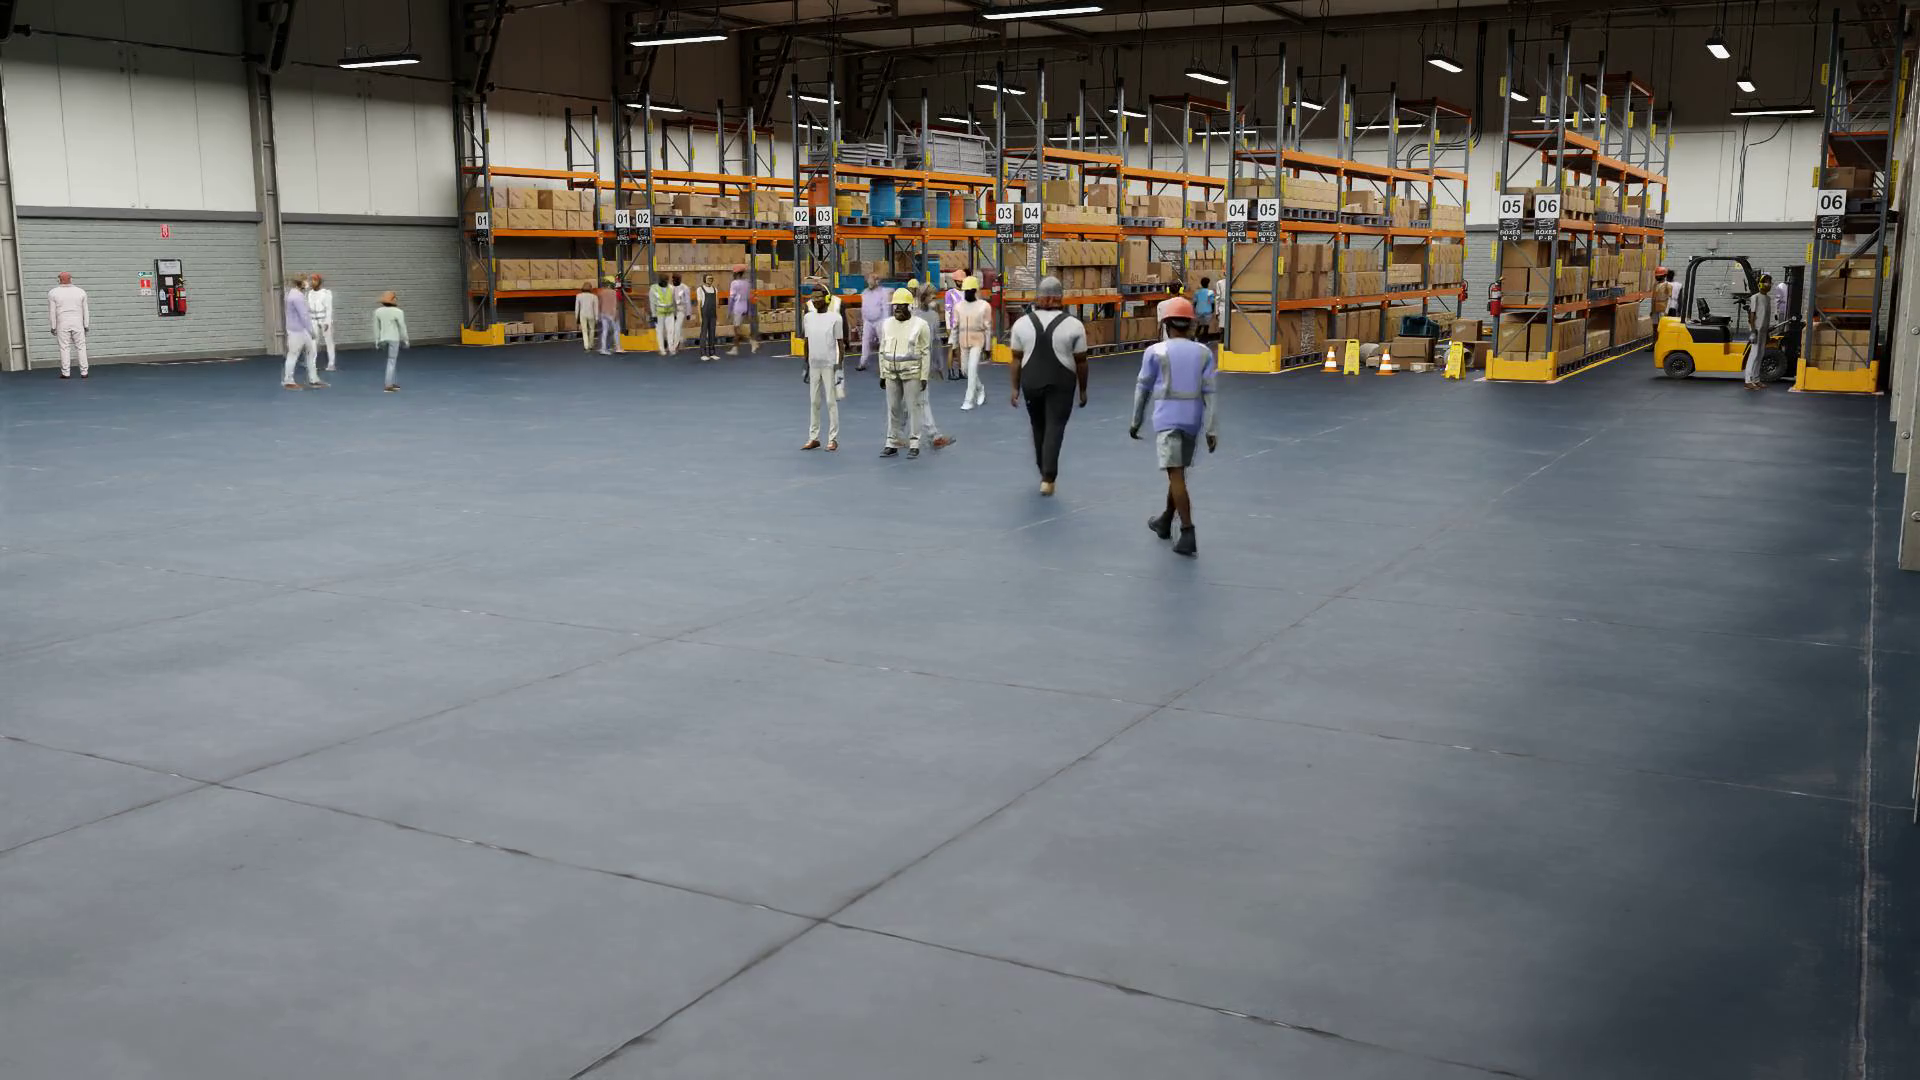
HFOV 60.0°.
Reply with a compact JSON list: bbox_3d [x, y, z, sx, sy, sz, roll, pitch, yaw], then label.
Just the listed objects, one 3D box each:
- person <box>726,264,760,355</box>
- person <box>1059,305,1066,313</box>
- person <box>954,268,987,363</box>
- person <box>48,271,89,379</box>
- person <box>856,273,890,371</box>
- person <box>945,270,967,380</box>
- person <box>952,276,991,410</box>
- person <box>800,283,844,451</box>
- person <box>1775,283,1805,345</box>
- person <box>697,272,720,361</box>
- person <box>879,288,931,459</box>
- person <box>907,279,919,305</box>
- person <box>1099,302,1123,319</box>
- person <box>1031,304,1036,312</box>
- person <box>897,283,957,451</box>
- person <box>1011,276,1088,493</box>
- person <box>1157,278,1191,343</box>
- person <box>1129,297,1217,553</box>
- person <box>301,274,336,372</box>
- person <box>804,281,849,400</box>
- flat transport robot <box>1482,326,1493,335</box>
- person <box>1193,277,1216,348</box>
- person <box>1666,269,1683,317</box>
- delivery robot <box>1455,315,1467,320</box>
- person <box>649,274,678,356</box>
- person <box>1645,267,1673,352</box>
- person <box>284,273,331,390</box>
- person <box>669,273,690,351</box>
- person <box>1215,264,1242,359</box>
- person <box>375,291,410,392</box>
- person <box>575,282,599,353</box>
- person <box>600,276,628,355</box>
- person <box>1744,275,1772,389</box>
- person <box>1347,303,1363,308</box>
[{"bbox_3d":[-4.761,-5.019,36.313,0.830,2.019,0.622,4,11,23],"label":"person"},{"bbox_3d":[2.371,-5.551,40.532,0.508,1.632,0.272,8,12,39],"label":"person"},{"bbox_3d":[0.208,-4.549,33.768,0.698,1.945,0.601,7,12,37],"label":"person"},{"bbox_3d":[-15.875,-3.830,29.643,0.641,1.913,0.408,-8,12,-39],"label":"person"},{"bbox_3d":[-1.619,-4.168,31.832,0.651,1.851,1.018,4,11,25],"label":"person"},{"bbox_3d":[0.001,-3.782,29.283,0.552,1.935,0.367,-7,12,-36],"label":"person"},{"bbox_3d":[0.190,-2.825,23.802,0.596,1.902,0.809,5,11,28],"label":"person"},{"bbox_3d":[-1.538,-1.926,18.616,0.520,1.873,0.335,5,11,25],"label":"person"},{"bbox_3d":[18.400,-5.074,36.924,0.582,1.919,0.404,4,11,25],"label":"person"},{"bbox_3d":[-5.252,-4.669,34.751,0.345,1.846,0.507,9,13,42],"label":"person"},{"bbox_3d":[-0.617,-1.792,17.935,0.587,1.835,0.404,4,11,24],"label":"person"},{"bbox_3d":[-0.856,-3.852,30.198,0.525,1.769,0.308,-5,11,-28],"label":"person"},{"bbox_3d":[4.115,-6.486,45.074,0.625,1.950,0.986,4,10,22],"label":"person"},{"bbox_3d":[1.913,-5.186,37.546,0.629,1.932,0.373,0,10,-2],"label":"person"},{"bbox_3d":[-0.429,-1.936,18.659,1.003,1.871,0.683,7,12,34],"label":"person"},{"bbox_3d":[0.855,-1.477,15.486,0.698,2.000,1.045,3,10,16],"label":"person"},{"bbox_3d":[3.010,-2.731,23.351,0.515,1.865,0.329,4,10,22],"label":"person"},{"bbox_3d":[1.616,-0.864,12.425,0.550,1.873,1.056,-3,10,-20],"label":"person"},{"bbox_3d":[-12.085,-4.072,31.306,0.585,1.824,0.996,1,10,8],"label":"person"},{"bbox_3d":[-2.015,-2.991,25.032,0.647,1.807,0.700,0,10,3],"label":"person"},{"bbox_3d":[14.515,-5.777,45.837,0.652,0.197,1.431,4,10,22],"label":"flat transport robot"},{"bbox_3d":[5.765,-5.352,39.210,0.536,1.686,0.365,6,11,30],"label":"person"},{"bbox_3d":[16.703,-5.445,39.214,0.612,1.876,0.825,4,11,23],"label":"person"},{"bbox_3d":[13.646,-5.939,45.678,0.707,0.478,0.477,-2,10,-11],"label":"delivery robot"},{"bbox_3d":[-6.415,-4.893,36.213,0.646,1.788,0.896,-5,11,-28],"label":"person"},{"bbox_3d":[15.826,-5.205,37.644,0.374,1.928,0.542,-4,10,-20],"label":"person"},{"bbox_3d":[-10.646,-3.383,27.055,0.861,1.902,0.637,-4,10,-20],"label":"person"},{"bbox_3d":[-6.451,-5.213,38.081,0.655,1.805,0.802,4,10,21],"label":"person"},{"bbox_3d":[5.674,-4.829,35.142,0.606,2.035,0.403,6,11,30],"label":"person"},{"bbox_3d":[-9.117,-3.202,26.830,0.517,1.603,0.686,3,10,17],"label":"person"},{"bbox_3d":[-8.458,-5.050,37.753,0.509,1.578,0.889,-3,10,-15],"label":"person"},{"bbox_3d":[-7.694,-4.952,36.758,0.565,1.715,0.728,6,11,31],"label":"person"},{"bbox_3d":[13.148,-3.409,27.301,0.532,1.870,0.316,-7,12,-37],"label":"person"},{"bbox_3d":[10.676,-6.367,44.987,0.488,1.743,0.321,7,12,37],"label":"person"}]
